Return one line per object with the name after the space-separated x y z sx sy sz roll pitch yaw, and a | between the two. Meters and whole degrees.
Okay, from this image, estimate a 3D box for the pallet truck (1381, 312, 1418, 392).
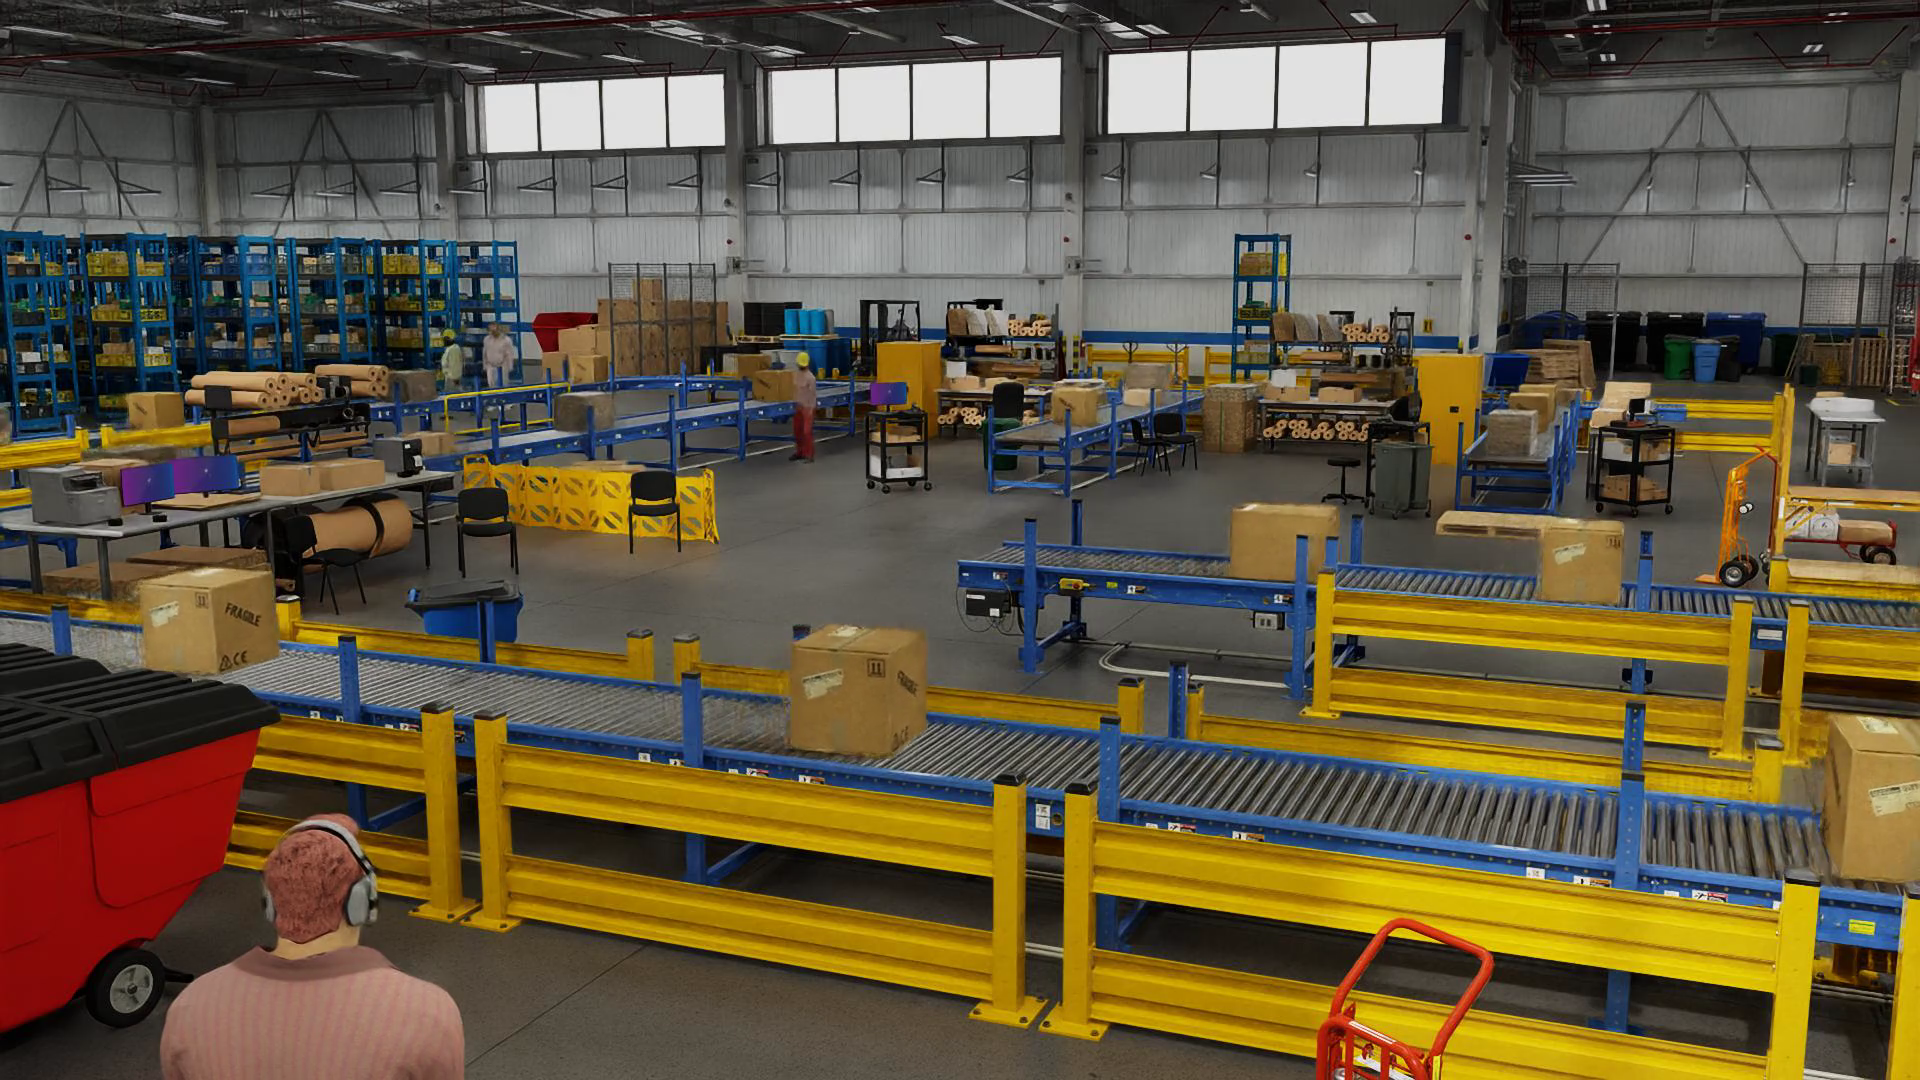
10.207 -4.283 38.369 0.823 1.965 1.885 3 10 20 | pallet truck

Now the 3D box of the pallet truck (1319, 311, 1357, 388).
9.071 -4.419 39.190 0.823 1.965 1.885 5 10 26 | pallet truck

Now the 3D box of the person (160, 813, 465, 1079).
-1.319 1.516 3.546 0.642 1.898 0.395 1 9 4 | person

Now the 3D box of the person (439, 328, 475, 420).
-9.910 -3.256 32.715 0.675 1.810 0.600 -5 11 -29 | person

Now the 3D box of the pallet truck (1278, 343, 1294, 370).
7.886 -4.163 39.743 0.653 1.274 1.630 4 10 22 | pallet truck

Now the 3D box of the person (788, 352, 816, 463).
-2.418 -2.027 25.511 0.607 1.721 0.440 8 12 40 | person

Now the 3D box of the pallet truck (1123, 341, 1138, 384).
4.445 -4.380 41.279 0.680 1.201 1.601 4 10 22 | pallet truck

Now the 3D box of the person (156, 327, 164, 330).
-17.907 -4.014 37.256 0.569 1.831 0.411 -7 12 -37 | person

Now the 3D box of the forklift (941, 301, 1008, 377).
0.365 -4.966 41.571 1.157 1.987 2.680 3 10 20 | forklift

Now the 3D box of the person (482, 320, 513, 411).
-9.683 -3.641 34.825 0.649 1.922 0.428 1 9 6 | person

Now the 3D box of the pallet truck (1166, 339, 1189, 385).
5.418 -4.269 40.420 0.704 1.261 1.522 3 10 20 | pallet truck

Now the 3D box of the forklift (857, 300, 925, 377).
-1.732 -5.109 42.468 1.157 1.987 2.680 4 10 22 | forklift
